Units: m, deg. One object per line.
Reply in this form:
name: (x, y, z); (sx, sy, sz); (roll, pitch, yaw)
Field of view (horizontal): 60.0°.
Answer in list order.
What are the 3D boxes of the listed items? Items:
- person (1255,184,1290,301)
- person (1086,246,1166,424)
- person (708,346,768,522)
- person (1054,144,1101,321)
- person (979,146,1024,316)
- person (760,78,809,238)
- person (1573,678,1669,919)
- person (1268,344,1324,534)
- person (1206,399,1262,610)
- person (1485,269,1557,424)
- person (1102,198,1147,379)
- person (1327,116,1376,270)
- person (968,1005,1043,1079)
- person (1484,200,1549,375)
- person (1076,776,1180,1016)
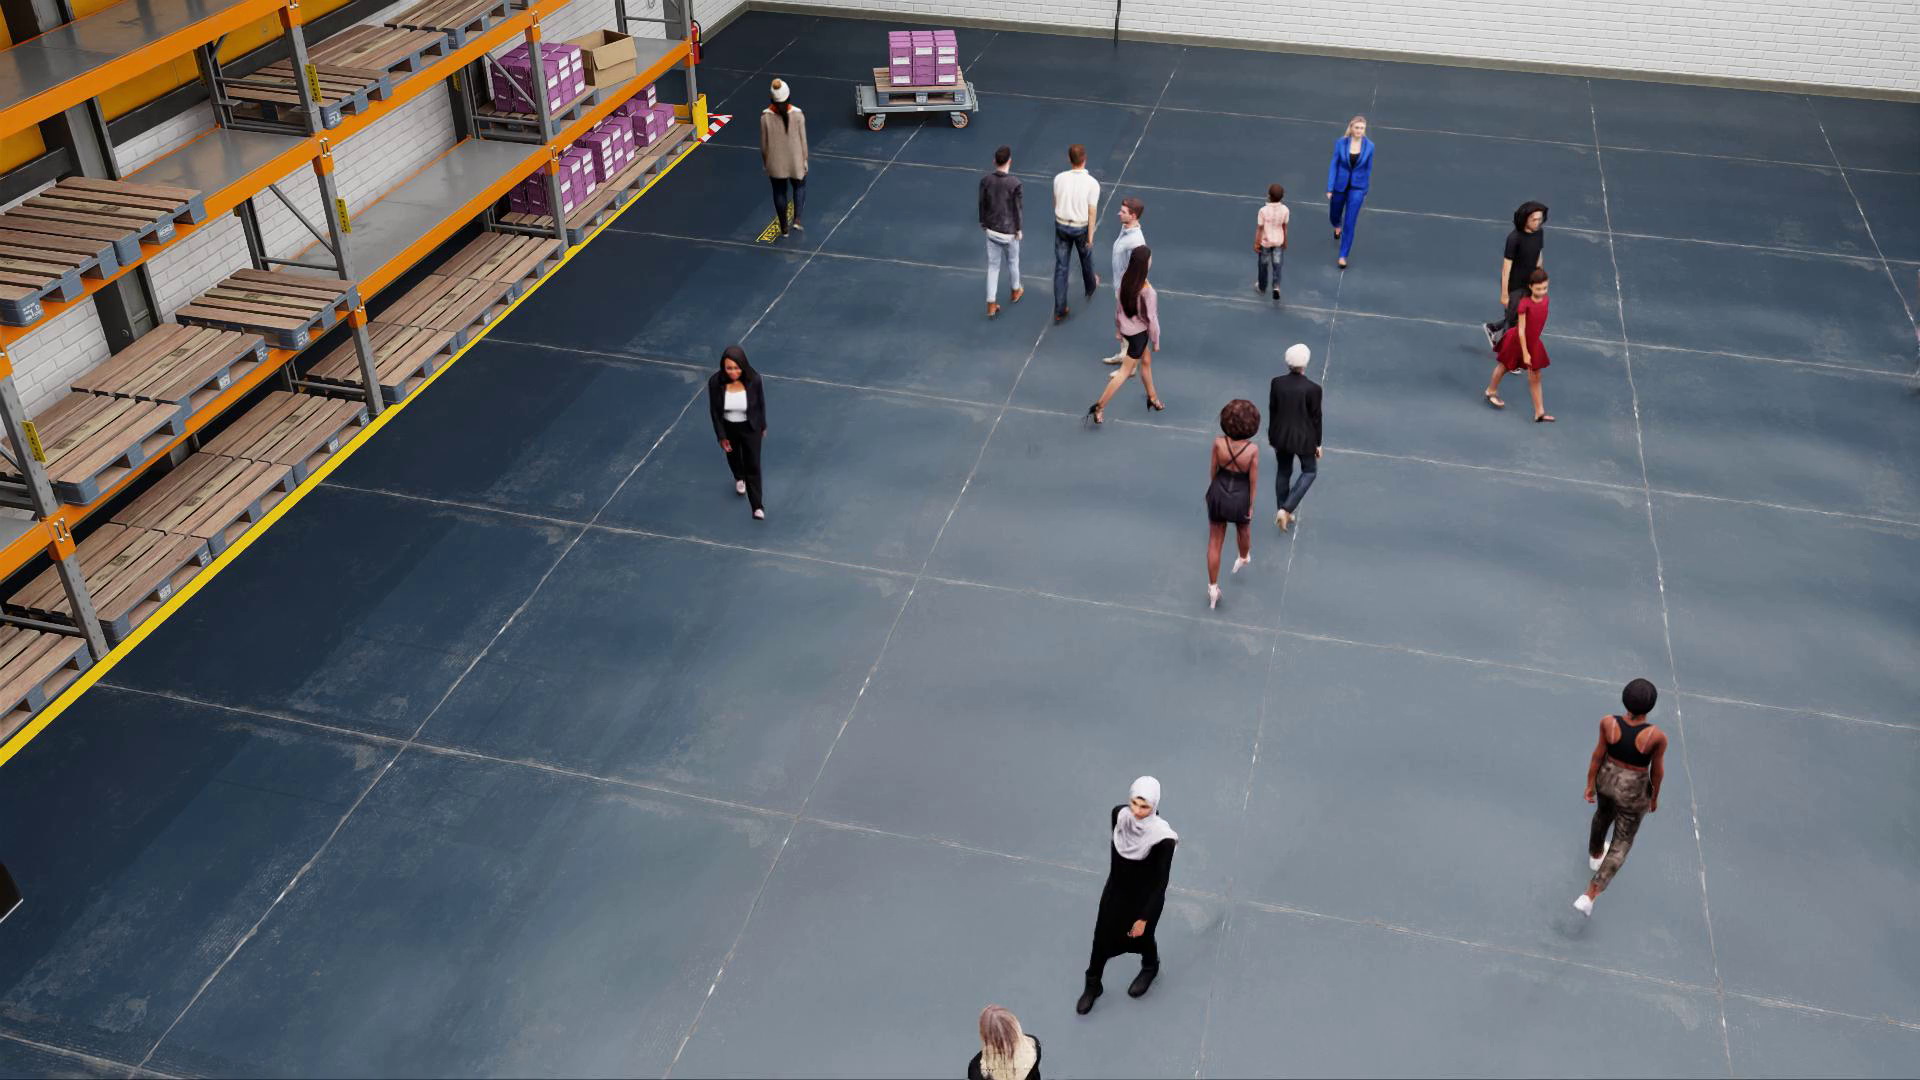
person: (3.377, -3.200, 17.933); (0.654, 1.298, 0.819); (-3, 34, -4)
person: (1.555, -1.848, 15.473); (1.152, 1.770, 1.113); (-16, 37, -23)
person: (-1.924, -0.991, 14.376); (0.928, 1.557, 1.207); (-6, 34, -9)
person: (1.145, -3.185, 17.461); (0.704, 1.795, 1.183); (11, 35, 16)
person: (0.409, -3.214, 17.491); (0.732, 1.810, 0.979); (12, 36, 18)
person: (-2.029, -4.371, 19.167); (0.788, 1.883, 0.792); (-1, 34, -1)
person: (4.096, 1.611, 10.358); (0.915, 1.673, 1.162); (26, 41, 33)
person: (2.799, -0.790, 13.853); (0.889, 1.774, 0.874); (23, 40, 31)
person: (2.096, -0.240, 13.062); (0.569, 1.761, 0.956); (10, 35, 14)
person: (5.273, -1.878, 15.761); (0.999, 1.501, 1.122); (-15, 36, -21)
person: (1.652, -2.492, 16.373); (0.776, 1.847, 0.612); (-2, 34, -4)
person: (4.368, -3.971, 18.751); (0.645, 1.677, 1.055); (7, 34, 10)
person: (0.285, 2.984, 8.297); (0.962, 1.666, 1.012); (-17, 37, -24)
person: (5.496, -2.565, 16.513); (0.934, 1.813, 0.990); (-23, 40, -31)
person: (1.075, 2.031, 9.652); (0.945, 1.754, 0.834); (-27, 42, -35)
